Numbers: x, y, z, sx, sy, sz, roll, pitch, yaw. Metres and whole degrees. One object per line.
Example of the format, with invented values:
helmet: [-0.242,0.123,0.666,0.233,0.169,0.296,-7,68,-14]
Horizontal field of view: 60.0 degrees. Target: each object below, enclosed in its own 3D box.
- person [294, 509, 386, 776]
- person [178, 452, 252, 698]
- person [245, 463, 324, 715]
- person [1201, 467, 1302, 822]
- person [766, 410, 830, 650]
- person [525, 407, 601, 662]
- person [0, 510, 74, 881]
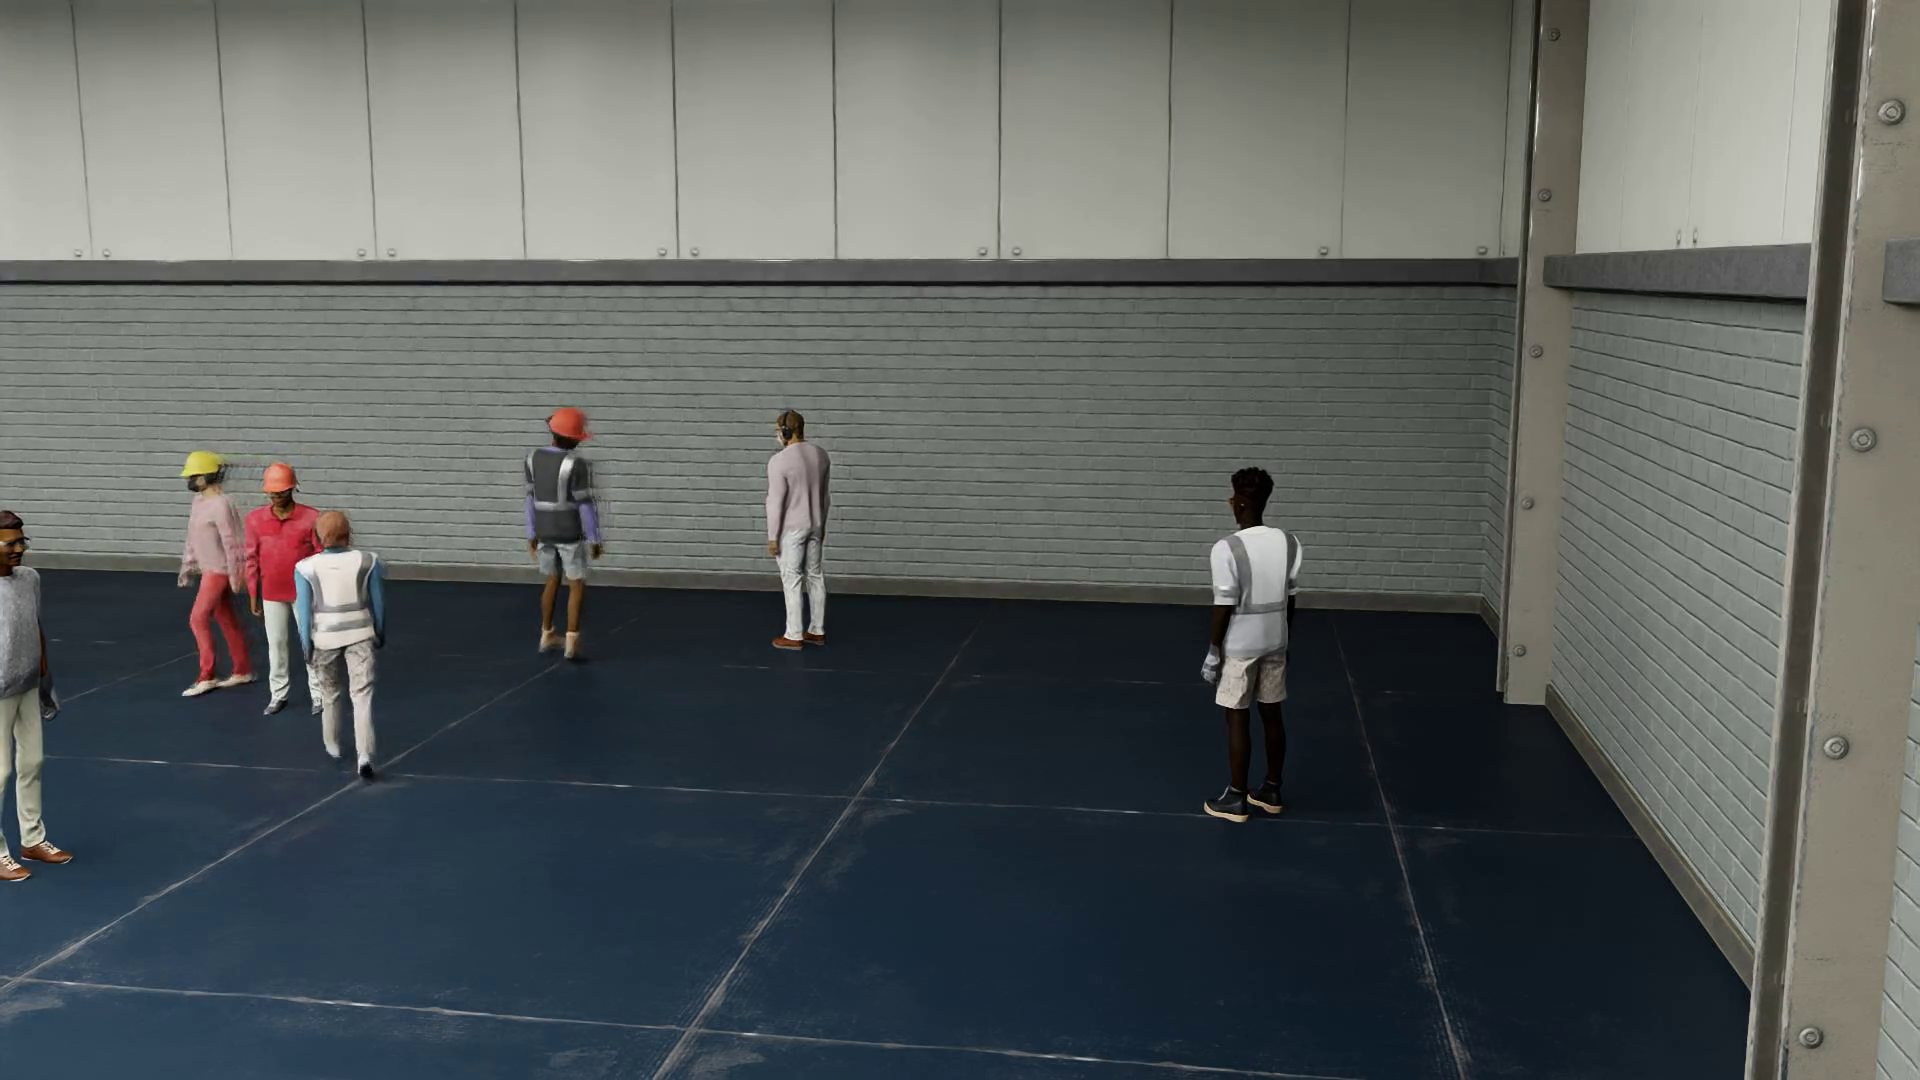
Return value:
person: [-3.739,0.610,10.089,0.513,1.599,0.843,-4,10,-21]
person: [-5.439,0.243,11.924,0.680,1.745,0.533,-7,12,-38]
person: [-4.579,0.337,11.340,0.570,1.744,0.353,-1,9,-6]
person: [1.601,0.573,9.189,0.602,1.967,0.367,-6,11,-31]
person: [-1.295,-0.076,13.319,0.376,1.930,0.639,8,12,39]
person: [-3.132,-0.051,12.983,0.685,2.000,0.598,5,10,27]
person: [-4.745,0.769,8.328,0.328,1.861,0.500,2,9,12]
